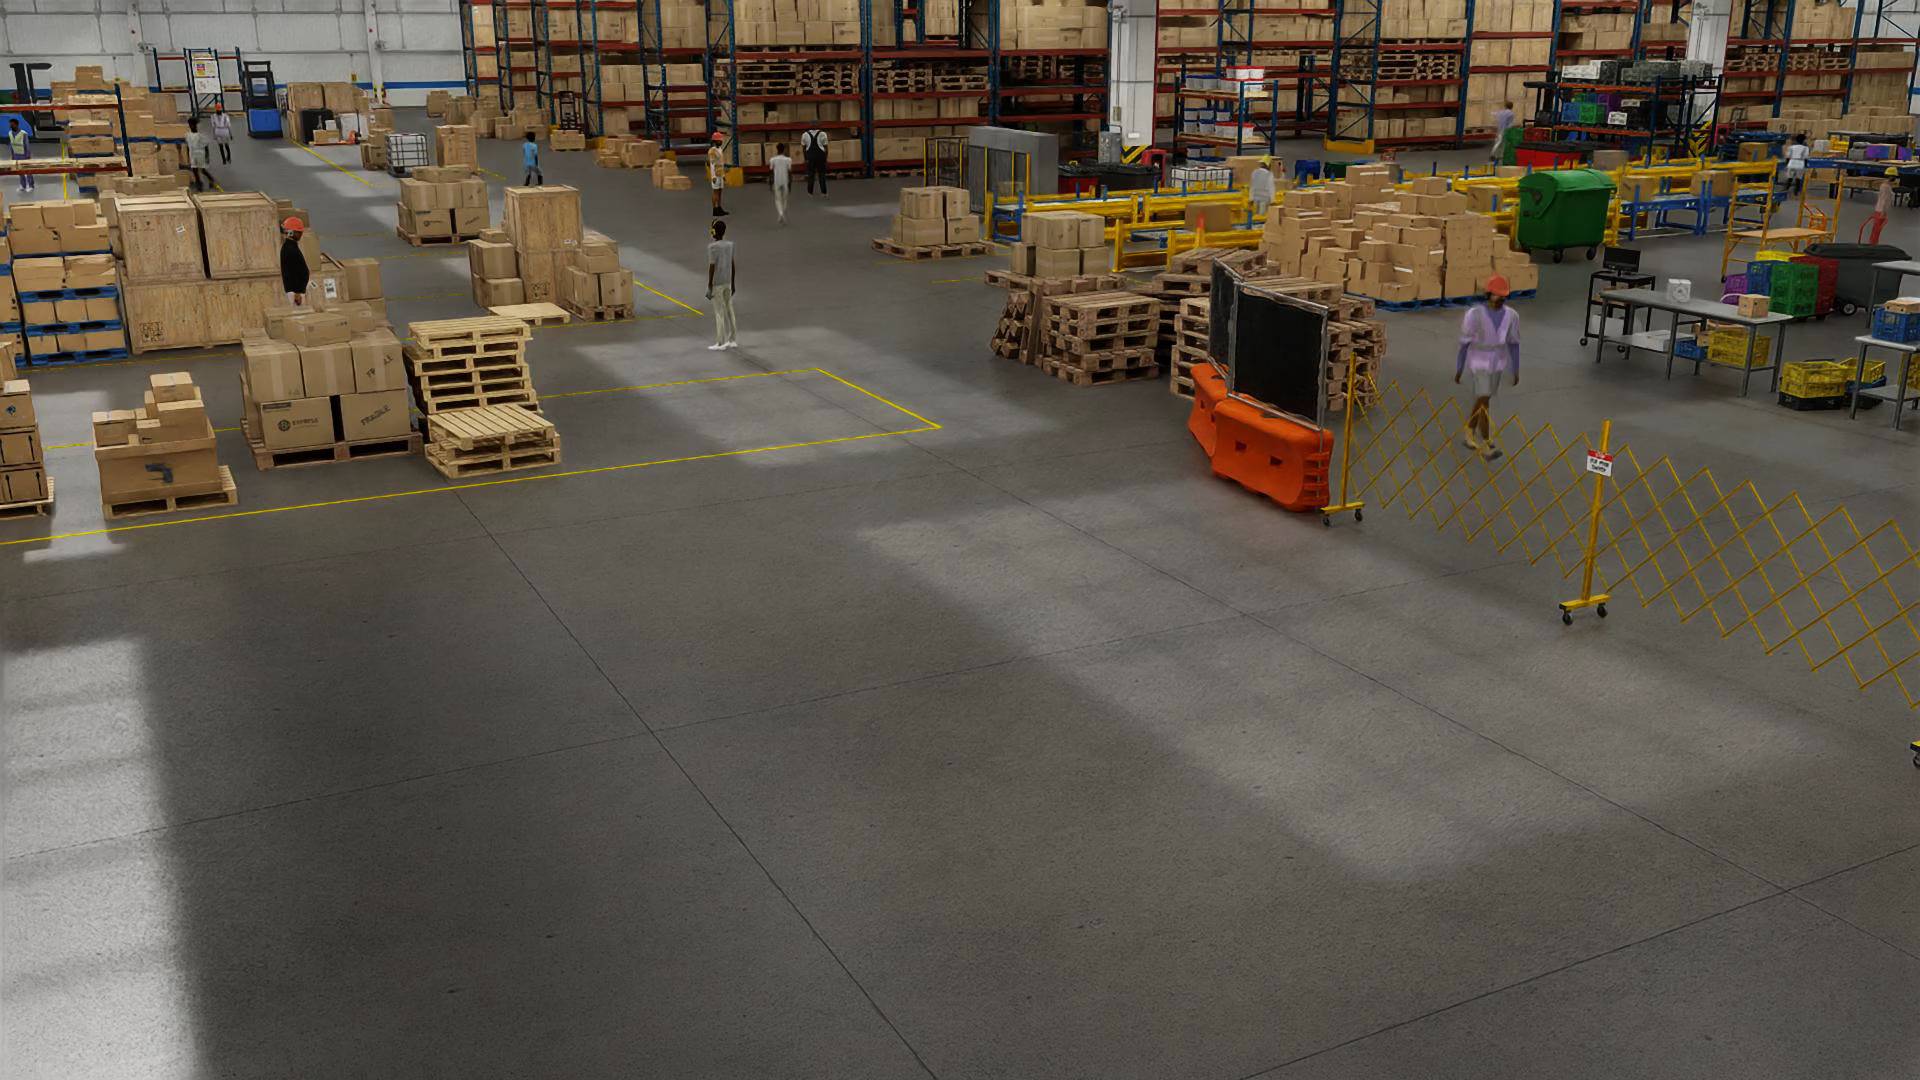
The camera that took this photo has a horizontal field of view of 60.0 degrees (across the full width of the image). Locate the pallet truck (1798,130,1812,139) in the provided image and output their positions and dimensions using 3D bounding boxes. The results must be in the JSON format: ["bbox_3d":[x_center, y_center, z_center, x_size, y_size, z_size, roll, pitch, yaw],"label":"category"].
[{"bbox_3d":[25.526,-11.556,49.408,1.630,1.274,0.653,-9,20,-26],"label":"pallet truck"}]

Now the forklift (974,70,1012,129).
[{"bbox_3d":[1.271,-13.654,53.401,1.873,2.768,1.129,-9,20,-26],"label":"forklift"}]

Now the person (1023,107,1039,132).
[{"bbox_3d":[2.264,-13.089,53.546,0.538,1.695,0.320,7,19,20],"label":"person"}]

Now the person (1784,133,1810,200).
[{"bbox_3d":[21.288,-9.494,42.360,0.549,1.679,0.566,16,24,41],"label":"person"}]

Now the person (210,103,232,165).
[{"bbox_3d":[-23.111,-12.713,52.049,0.553,1.906,0.479,-5,18,-14],"label":"person"}]

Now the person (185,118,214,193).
[{"bbox_3d":[-20.268,-10.242,44.260,0.613,1.948,0.522,3,18,9],"label":"person"}]

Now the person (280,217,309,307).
[{"bbox_3d":[-9.215,-3.491,23.158,0.388,1.987,0.608,-5,19,-17],"label":"person"}]

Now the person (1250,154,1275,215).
[{"bbox_3d":[6.344,-7.133,34.776,0.425,1.817,0.611,-10,20,-29],"label":"person"}]

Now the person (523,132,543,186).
[{"bbox_3d":[-11.034,-9.742,43.150,0.545,1.661,0.785,10,20,27],"label":"person"}]

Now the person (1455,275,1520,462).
[{"bbox_3d":[5.792,-1.876,18.111,0.634,1.987,1.060,-3,18,-9],"label":"person"}]

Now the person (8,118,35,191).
[{"bbox_3d":[-25.123,-10.306,44.514,0.590,1.918,0.386,6,19,17],"label":"person"}]

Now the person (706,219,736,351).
[{"bbox_3d":[-3.431,-3.655,23.857,0.328,1.872,0.512,14,23,37],"label":"person"}]

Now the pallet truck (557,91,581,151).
[{"bbox_3d":[-13.495,-14.412,57.188,0.823,1.965,1.885,-3,18,-9],"label":"pallet truck"}]

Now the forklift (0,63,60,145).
[{"bbox_3d":[-33.500,-15.620,59.532,1.873,2.768,1.129,-9,20,-26],"label":"forklift"}]

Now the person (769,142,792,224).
[{"bbox_3d":[-4.049,-8.067,37.646,0.522,1.852,0.642,-5,18,-15],"label":"person"}]

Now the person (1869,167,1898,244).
[{"bbox_3d":[18.201,-6.462,32.784,0.329,1.764,0.524,9,20,25],"label":"person"}]

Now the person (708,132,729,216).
[{"bbox_3d":[-5.703,-8.630,39.252,0.348,1.942,0.548,6,19,17],"label":"person"}]

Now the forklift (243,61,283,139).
[{"bbox_3d":[-26.183,-16.517,62.328,1.129,2.768,1.873,-9,20,-26],"label":"forklift"}]

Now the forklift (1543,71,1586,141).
[{"bbox_3d":[18.685,-13.231,52.085,1.873,2.768,1.129,-9,20,-26],"label":"forklift"}]

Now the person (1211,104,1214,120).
[{"bbox_3d":[8.589,-14.057,56.712,0.519,1.592,0.802,-1,18,-4],"label":"person"}]

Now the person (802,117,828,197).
[{"bbox_3d":[-3.740,-9.925,43.128,0.682,2.000,0.538,1,18,2],"label":"person"}]

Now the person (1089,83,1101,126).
[{"bbox_3d":[5.635,-18.197,69.128,0.641,1.913,0.407,8,20,25],"label":"person"}]

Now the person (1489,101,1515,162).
[{"bbox_3d":[17.356,-13.031,53.050,0.990,1.900,0.632,-10,20,-28],"label":"person"}]

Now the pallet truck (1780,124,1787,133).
[{"bbox_3d":[25.206,-12.542,52.601,1.601,1.201,0.680,0,18,-2],"label":"pallet truck"}]
